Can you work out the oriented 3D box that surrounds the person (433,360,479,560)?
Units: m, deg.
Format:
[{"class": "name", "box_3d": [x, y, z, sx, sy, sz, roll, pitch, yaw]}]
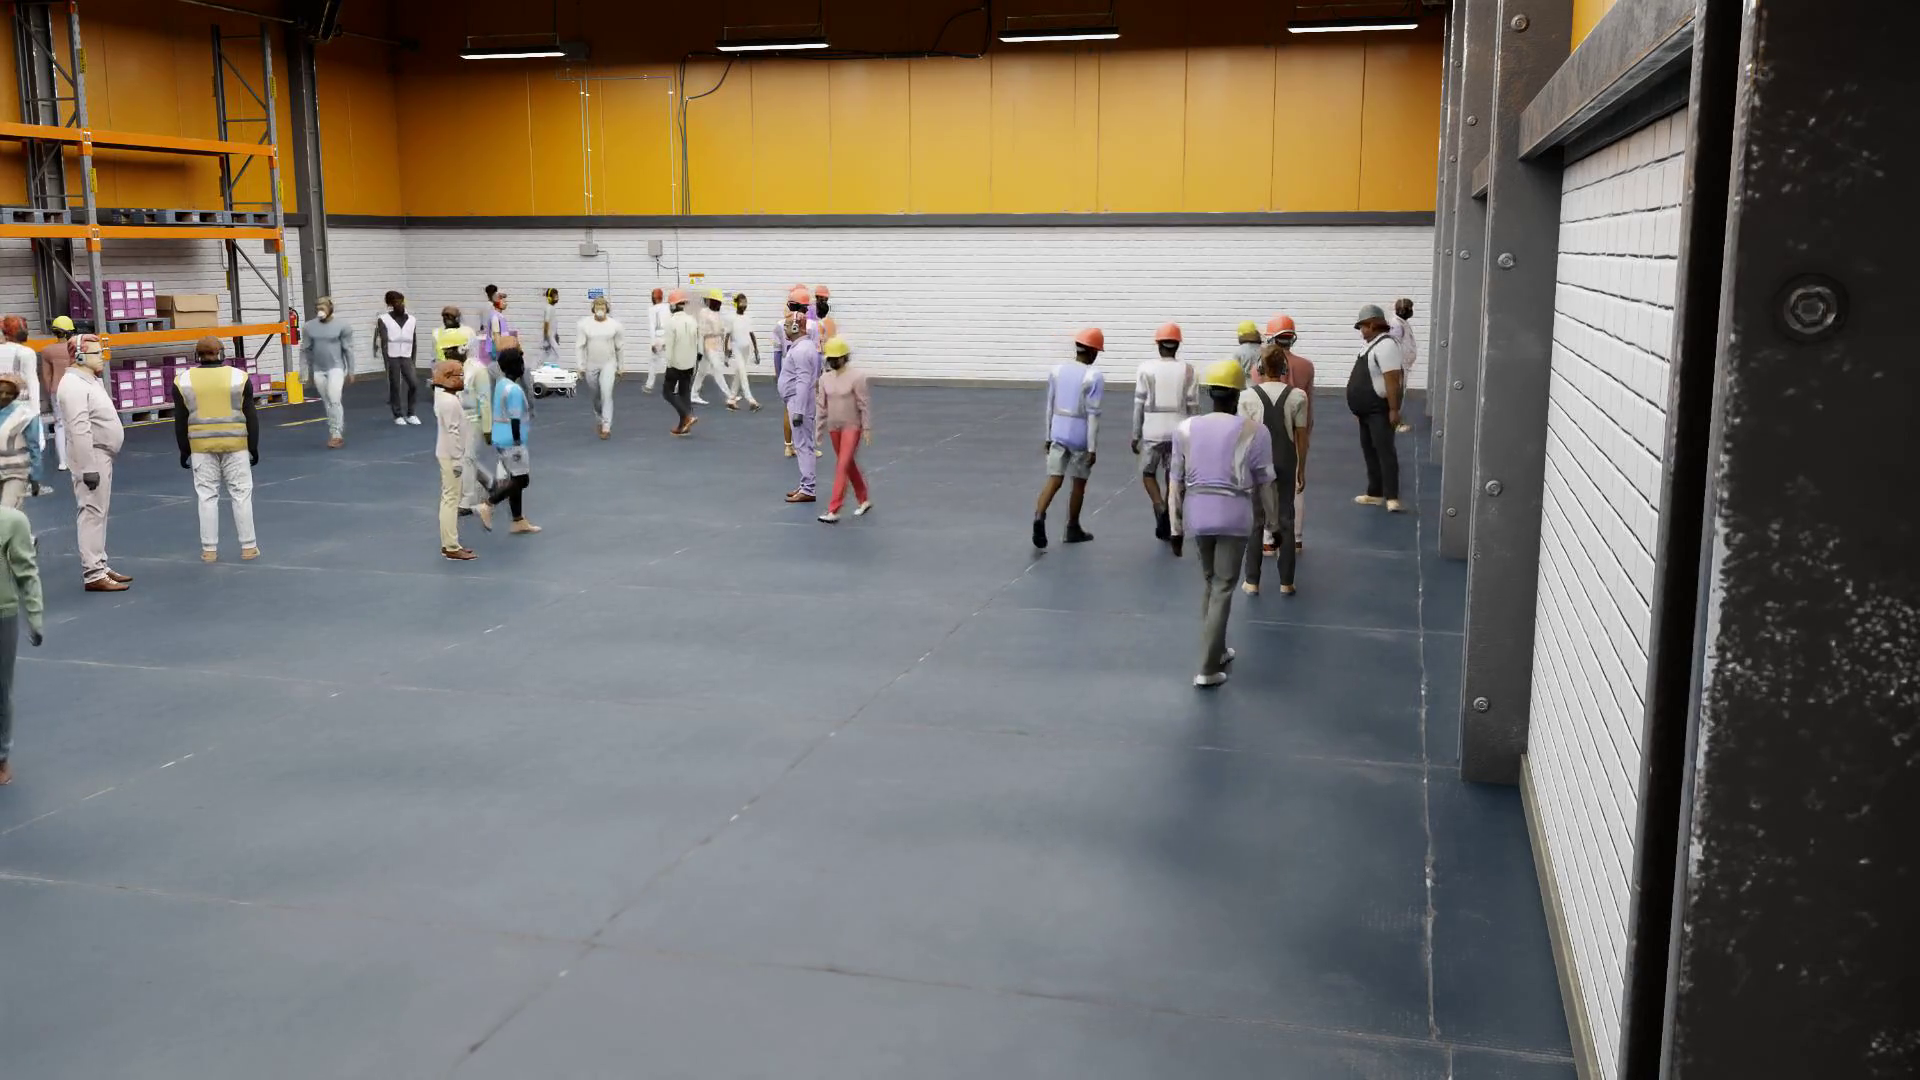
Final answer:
[{"class": "person", "box_3d": [-4.143, -0.656, 13.617, 0.283, 1.633, 0.501, -4, 11, -21]}]

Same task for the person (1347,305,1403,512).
[{"class": "person", "box_3d": [4.049, -1.311, 16.171, 0.535, 2.000, 0.868, 0, 10, 0]}]

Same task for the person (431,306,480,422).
[{"class": "person", "box_3d": [-6.210, -1.935, 20.309, 0.654, 1.825, 0.634, 1, 10, 8]}]

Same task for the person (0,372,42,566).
[{"class": "person", "box_3d": [-7.282, -0.492, 12.757, 0.575, 1.603, 0.585, 1, 10, 4]}]

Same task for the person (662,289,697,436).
[{"class": "person", "box_3d": [-3.736, -2.369, 22.334, 0.496, 1.977, 0.622, 7, 12, 36]}]

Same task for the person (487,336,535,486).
[{"class": "person", "box_3d": [-4.826, -1.401, 17.961, 0.500, 1.584, 0.880, 3, 10, 15]}]

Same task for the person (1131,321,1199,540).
[{"class": "person", "box_3d": [1.771, -0.910, 14.271, 0.572, 1.913, 0.649, -1, 10, -5]}]

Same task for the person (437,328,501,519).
[{"class": "person", "box_3d": [-4.646, -1.129, 15.846, 0.626, 1.799, 0.740, 6, 12, 31]}]

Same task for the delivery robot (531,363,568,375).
[{"class": "delivery robot", "box_3d": [-7.114, -2.809, 28.597, 0.707, 0.478, 0.477, -4, 11, -20]}]

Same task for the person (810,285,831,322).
[{"class": "person", "box_3d": [-2.451, -3.458, 28.774, 0.997, 1.893, 0.562, 3, 10, 17]}]

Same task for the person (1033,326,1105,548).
[{"class": "person", "box_3d": [0.902, -0.855, 14.050, 0.610, 1.890, 0.839, 8, 13, 38]}]

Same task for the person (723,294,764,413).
[{"class": "person", "box_3d": [-3.332, -2.878, 25.671, 0.961, 1.817, 0.551, 9, 14, 43]}]

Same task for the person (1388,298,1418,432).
[{"class": "person", "box_3d": [6.095, -2.418, 23.006, 0.429, 1.841, 0.634, 4, 11, 21]}]

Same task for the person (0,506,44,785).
[{"class": "person", "box_3d": [-4.521, 0.403, 7.669, 0.528, 1.600, 0.739, -6, 12, -31]}]

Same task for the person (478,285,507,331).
[{"class": "person", "box_3d": [-8.164, -3.493, 28.962, 0.678, 1.901, 1.018, 9, 13, 41]}]

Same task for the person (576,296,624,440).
[{"class": "person", "box_3d": [-4.808, -2.325, 22.336, 0.626, 1.907, 0.975, 0, 10, -2]}]

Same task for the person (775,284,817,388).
[{"class": "person", "box_3d": [-2.921, -3.629, 29.720, 0.938, 1.903, 0.558, 4, 11, 21]}]

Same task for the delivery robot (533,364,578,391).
[{"class": "delivery robot", "box_3d": [-6.843, -2.726, 28.126, 0.707, 0.478, 0.477, 0, 10, 3]}]

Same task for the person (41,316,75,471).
[{"class": "person", "box_3d": [-10.142, -1.661, 18.928, 0.524, 1.769, 0.316, 0, 10, 1]}]

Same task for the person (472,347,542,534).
[{"class": "person", "box_3d": [-4.003, -0.853, 14.608, 0.541, 1.682, 0.537, -6, 11, -29]}]

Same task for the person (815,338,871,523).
[{"class": "person", "box_3d": [-1.088, -1.035, 15.566, 0.531, 1.709, 0.947, 6, 12, 32]}]

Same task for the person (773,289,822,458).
[{"class": "person", "box_3d": [-1.930, -1.991, 20.017, 0.615, 2.042, 0.374, 4, 11, 19]}]

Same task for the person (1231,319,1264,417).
[{"class": "person", "box_3d": [3.296, -1.638, 18.906, 0.540, 1.725, 0.425, -4, 11, -23]}]

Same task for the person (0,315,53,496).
[{"class": "person", "box_3d": [-9.559, -1.337, 16.828, 0.581, 1.870, 0.649, 4, 11, 22]}]

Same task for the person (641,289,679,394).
[{"class": "person", "box_3d": [-5.147, -3.430, 28.817, 1.011, 1.832, 0.602, 9, 13, 41]}]

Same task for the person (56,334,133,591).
[{"class": "person", "box_3d": [-6.435, -0.574, 12.380, 0.410, 1.909, 0.643, -4, 11, -21]}]

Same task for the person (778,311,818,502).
[{"class": "person", "box_3d": [-1.623, -1.332, 16.674, 0.401, 1.906, 0.650, 0, 10, -1]}]

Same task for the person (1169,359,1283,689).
[{"class": "person", "box_3d": [1.582, -0.112, 9.792, 0.594, 1.893, 0.839, 7, 12, 33]}]

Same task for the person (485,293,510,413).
[{"class": "person", "box_3d": [-7.104, -2.872, 25.565, 0.373, 1.843, 0.572, -2, 10, -13]}]

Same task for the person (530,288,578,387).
[{"class": "person", "box_3d": [-7.494, -3.662, 30.149, 0.944, 1.818, 0.586, -2, 10, -9]}]

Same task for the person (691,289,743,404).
[{"class": "person", "box_3d": [-3.948, -3.098, 26.779, 0.997, 1.859, 0.618, 2, 10, 13]}]

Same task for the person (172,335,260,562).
[{"class": "person", "box_3d": [-6.020, -0.738, 13.513, 0.621, 1.838, 0.429, -4, 11, -21]}]

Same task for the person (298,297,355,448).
[{"class": "person", "box_3d": [-8.060, -2.113, 21.096, 0.654, 1.912, 0.792, 1, 10, 7]}]

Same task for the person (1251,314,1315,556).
[{"class": "person", "box_3d": [2.644, -0.868, 13.797, 0.622, 1.992, 0.396, -5, 11, -25]}]

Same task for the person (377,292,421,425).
[{"class": "person", "box_3d": [-7.971, -2.573, 23.724, 0.593, 1.895, 0.594, -9, 13, -42]}]

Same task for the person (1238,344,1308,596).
[{"class": "person", "box_3d": [2.274, -0.503, 12.157, 0.508, 1.845, 0.345, 1, 10, 6]}]

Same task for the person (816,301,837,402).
[{"class": "person", "box_3d": [-2.117, -3.063, 27.128, 0.618, 1.671, 0.558, 6, 11, 29]}]

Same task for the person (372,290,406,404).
[{"class": "person", "box_3d": [-9.271, -3.126, 27.035, 0.607, 1.832, 0.664, -6, 12, -32]}]
